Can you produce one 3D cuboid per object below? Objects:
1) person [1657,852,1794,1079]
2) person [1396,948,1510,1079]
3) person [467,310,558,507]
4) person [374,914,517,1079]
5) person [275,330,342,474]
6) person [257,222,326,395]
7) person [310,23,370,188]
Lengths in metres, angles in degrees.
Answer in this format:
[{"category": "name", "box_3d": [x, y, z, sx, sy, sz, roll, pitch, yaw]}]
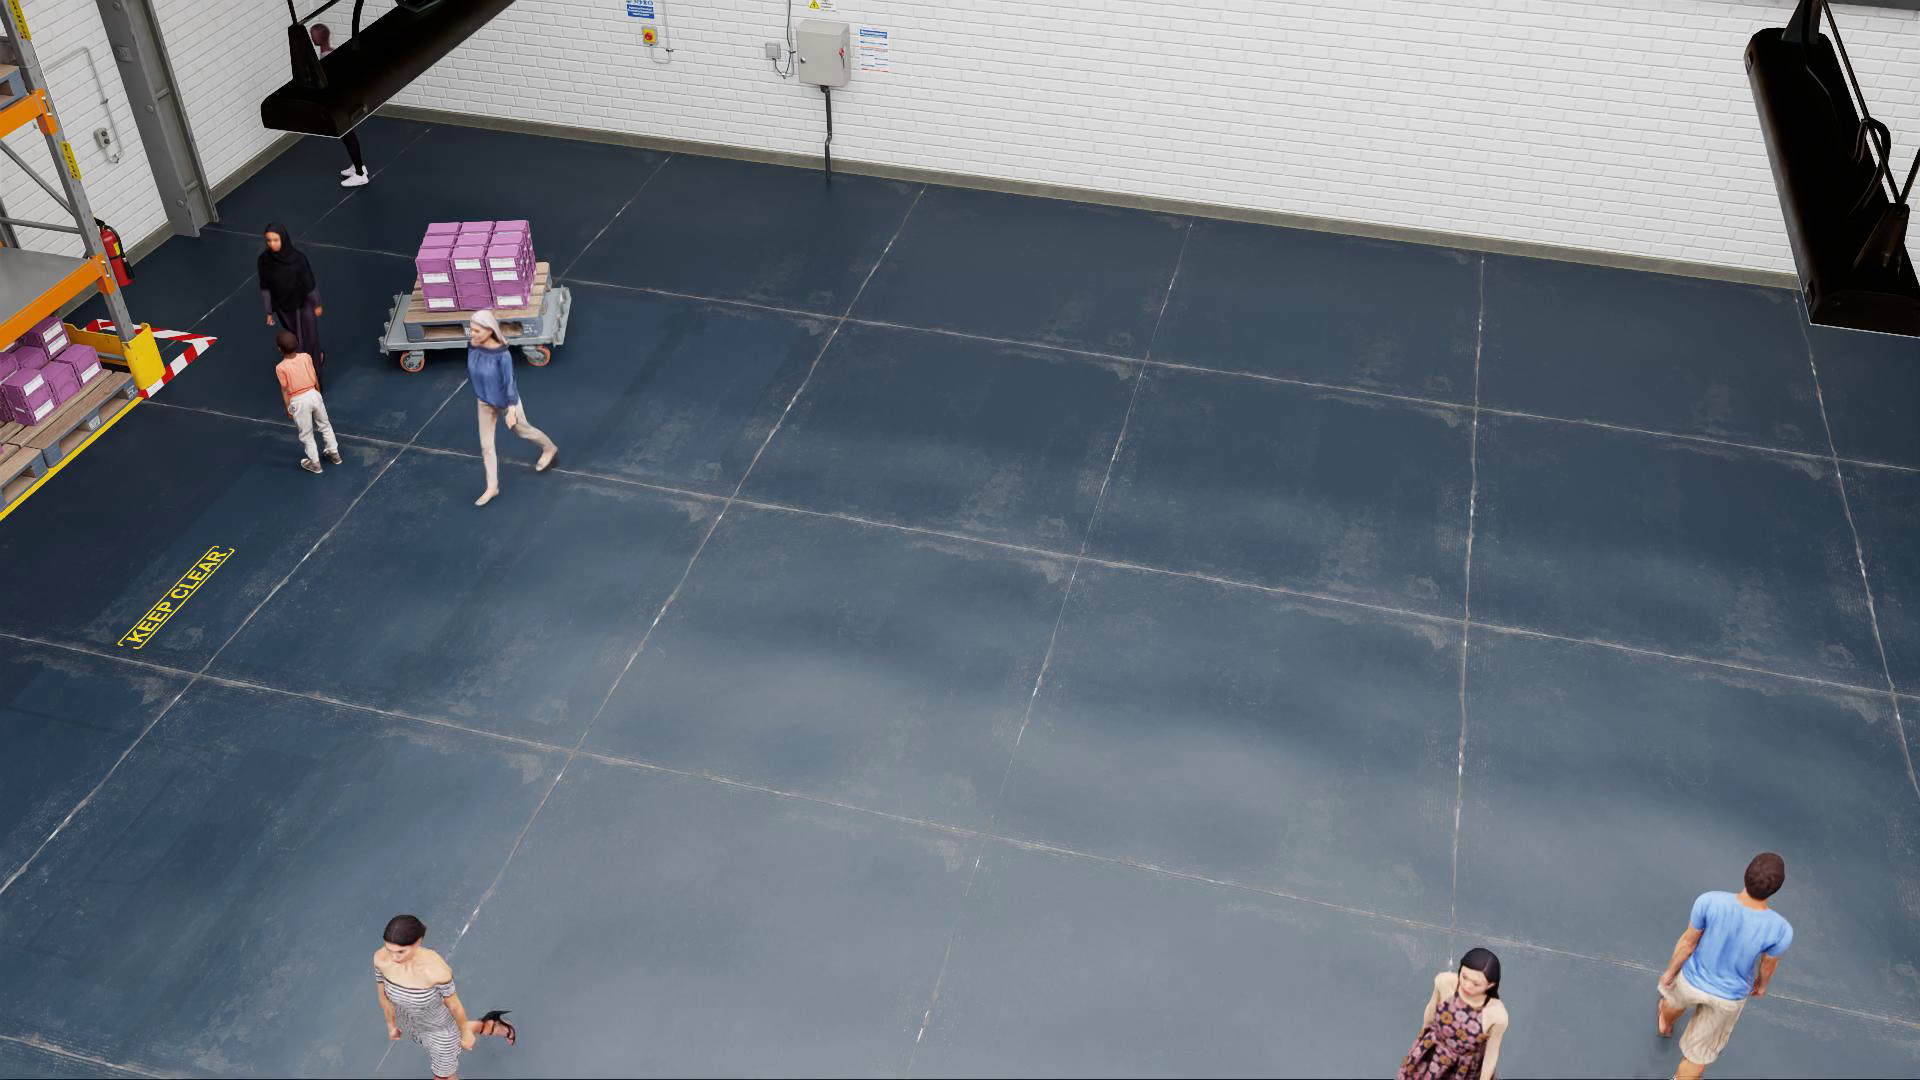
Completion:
[{"category": "person", "box_3d": [4.004, 2.435, 8.889, 0.862, 1.832, 1.145, 21, 43, 24]}, {"category": "person", "box_3d": [2.619, 2.676, 8.676, 0.917, 1.722, 1.273, 26, 45, 28]}, {"category": "person", "box_3d": [-3.662, -1.142, 13.507, 0.830, 1.659, 1.184, 21, 43, 24]}, {"category": "person", "box_3d": [-2.738, 2.504, 8.833, 0.633, 1.794, 0.999, 8, 39, 10]}, {"category": "person", "box_3d": [-5.437, -1.160, 13.812, 0.600, 1.307, 0.511, 31, 48, 33]}, {"category": "person", "box_3d": [-5.896, -2.130, 14.782, 0.767, 1.611, 1.140, 1, 39, 1]}, {"category": "person", "box_3d": [-6.664, -4.677, 17.842, 0.759, 1.772, 0.639, -9, 40, -12]}]
